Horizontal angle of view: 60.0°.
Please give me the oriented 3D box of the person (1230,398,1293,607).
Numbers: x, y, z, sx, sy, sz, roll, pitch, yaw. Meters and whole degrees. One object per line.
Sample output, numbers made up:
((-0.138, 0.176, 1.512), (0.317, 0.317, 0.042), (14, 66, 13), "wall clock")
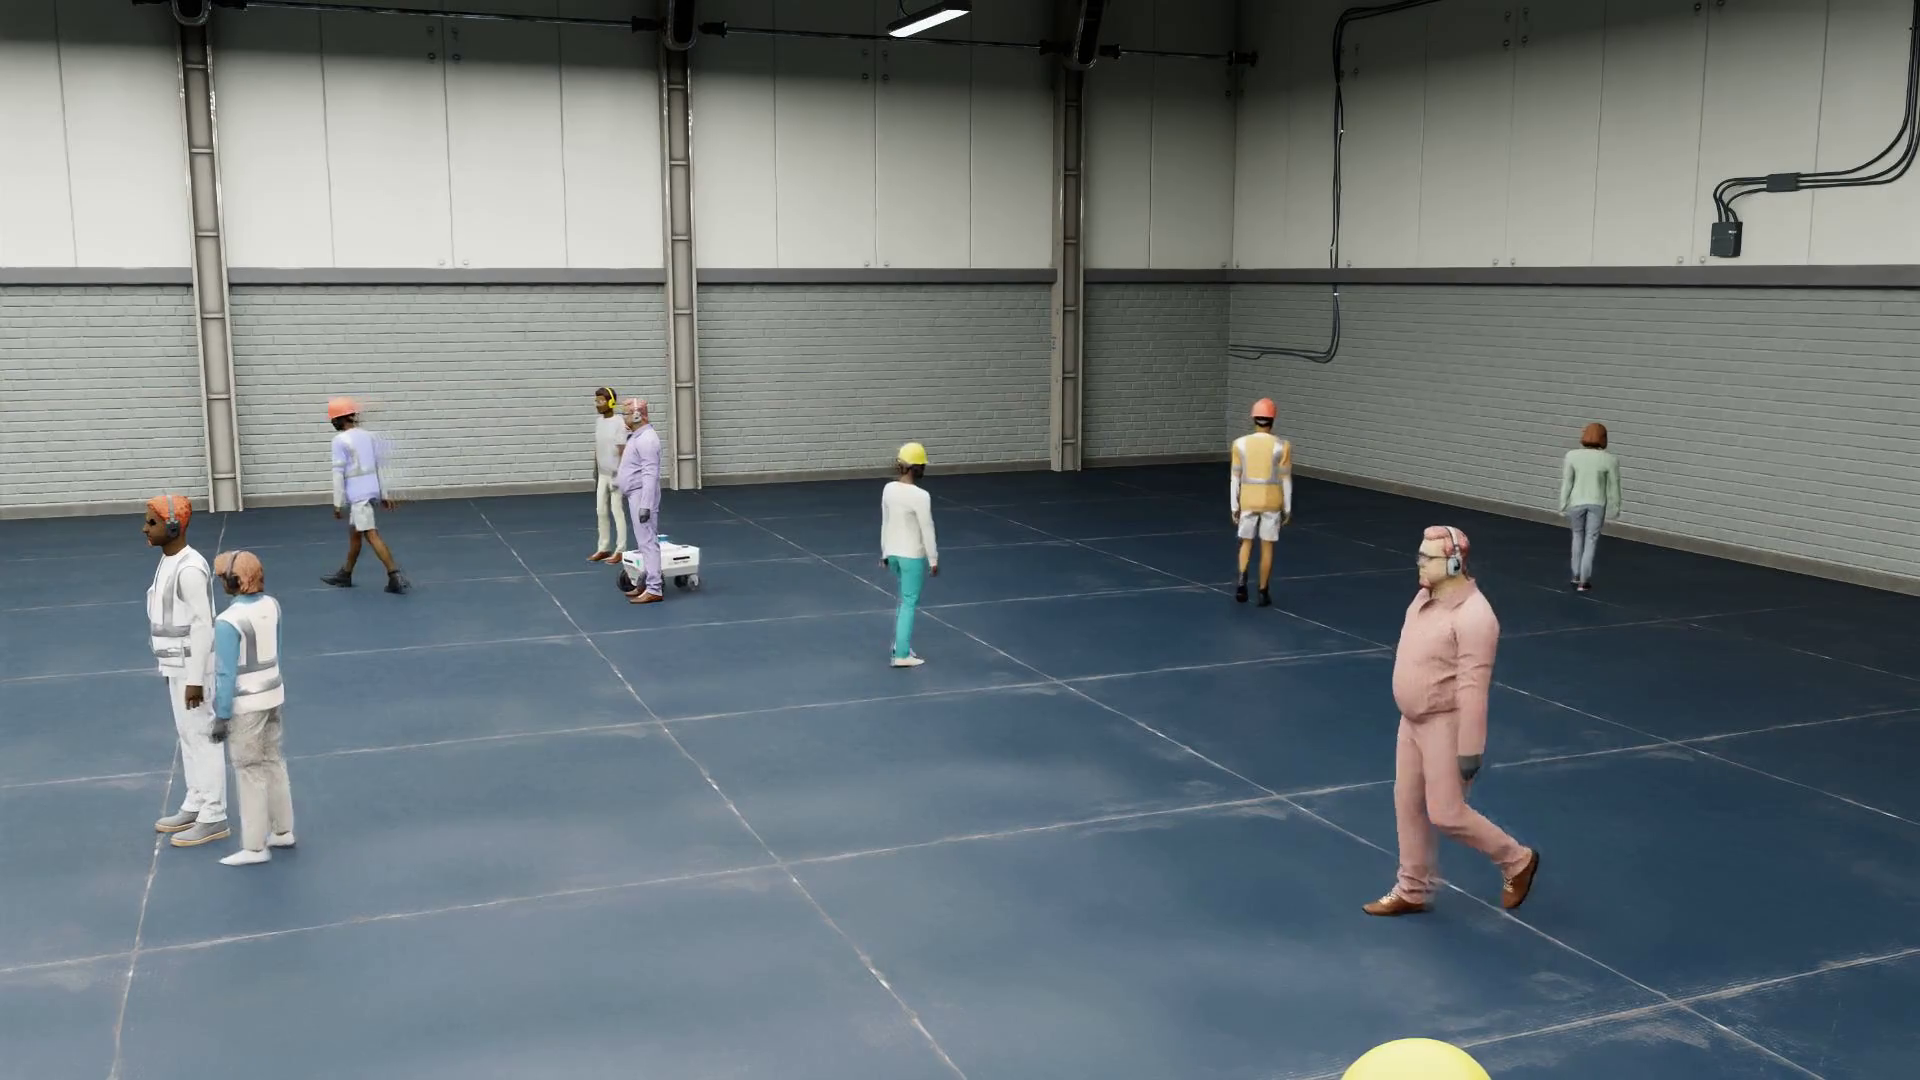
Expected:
((2.747, -0.330, 15.172), (0.559, 1.925, 0.477), (4, 10, 23), "person")

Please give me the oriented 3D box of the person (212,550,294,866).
((-3.651, 0.860, 8.579), (0.309, 1.639, 0.515), (1, 9, 5), "person")

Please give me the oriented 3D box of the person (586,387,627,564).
((-3.713, -0.678, 17.533), (0.517, 1.869, 0.372), (7, 12, 38), "person")

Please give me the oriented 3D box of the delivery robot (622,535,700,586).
((-2.845, 0.194, 15.857), (0.707, 0.478, 0.477), (-7, 12, -39), "delivery robot")

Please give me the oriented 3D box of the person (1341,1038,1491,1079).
((0.641, 1.675, 2.553), (0.385, 1.925, 0.592), (0, 9, -2), "person")

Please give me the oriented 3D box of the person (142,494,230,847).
((-4.143, 0.688, 8.895), (0.361, 1.882, 0.575), (-6, 11, -35), "person")

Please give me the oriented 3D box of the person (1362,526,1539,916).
((2.319, 0.861, 7.775), (0.716, 1.891, 0.642), (-1, 9, -9), "person")

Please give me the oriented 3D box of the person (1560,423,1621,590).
((6.136, -0.334, 16.138), (0.537, 1.609, 0.651), (6, 11, 33), "person")

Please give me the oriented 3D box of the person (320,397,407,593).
((-5.711, -0.427, 15.936), (1.014, 1.881, 0.593), (2, 9, 15), "person")

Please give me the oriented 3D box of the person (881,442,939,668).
((-0.366, 0.118, 12.886), (0.465, 1.749, 0.545), (-7, 12, -39), "person")

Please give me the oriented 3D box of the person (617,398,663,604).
((-2.973, -0.366, 15.443), (0.402, 1.904, 0.652), (-3, 9, -16), "person")
